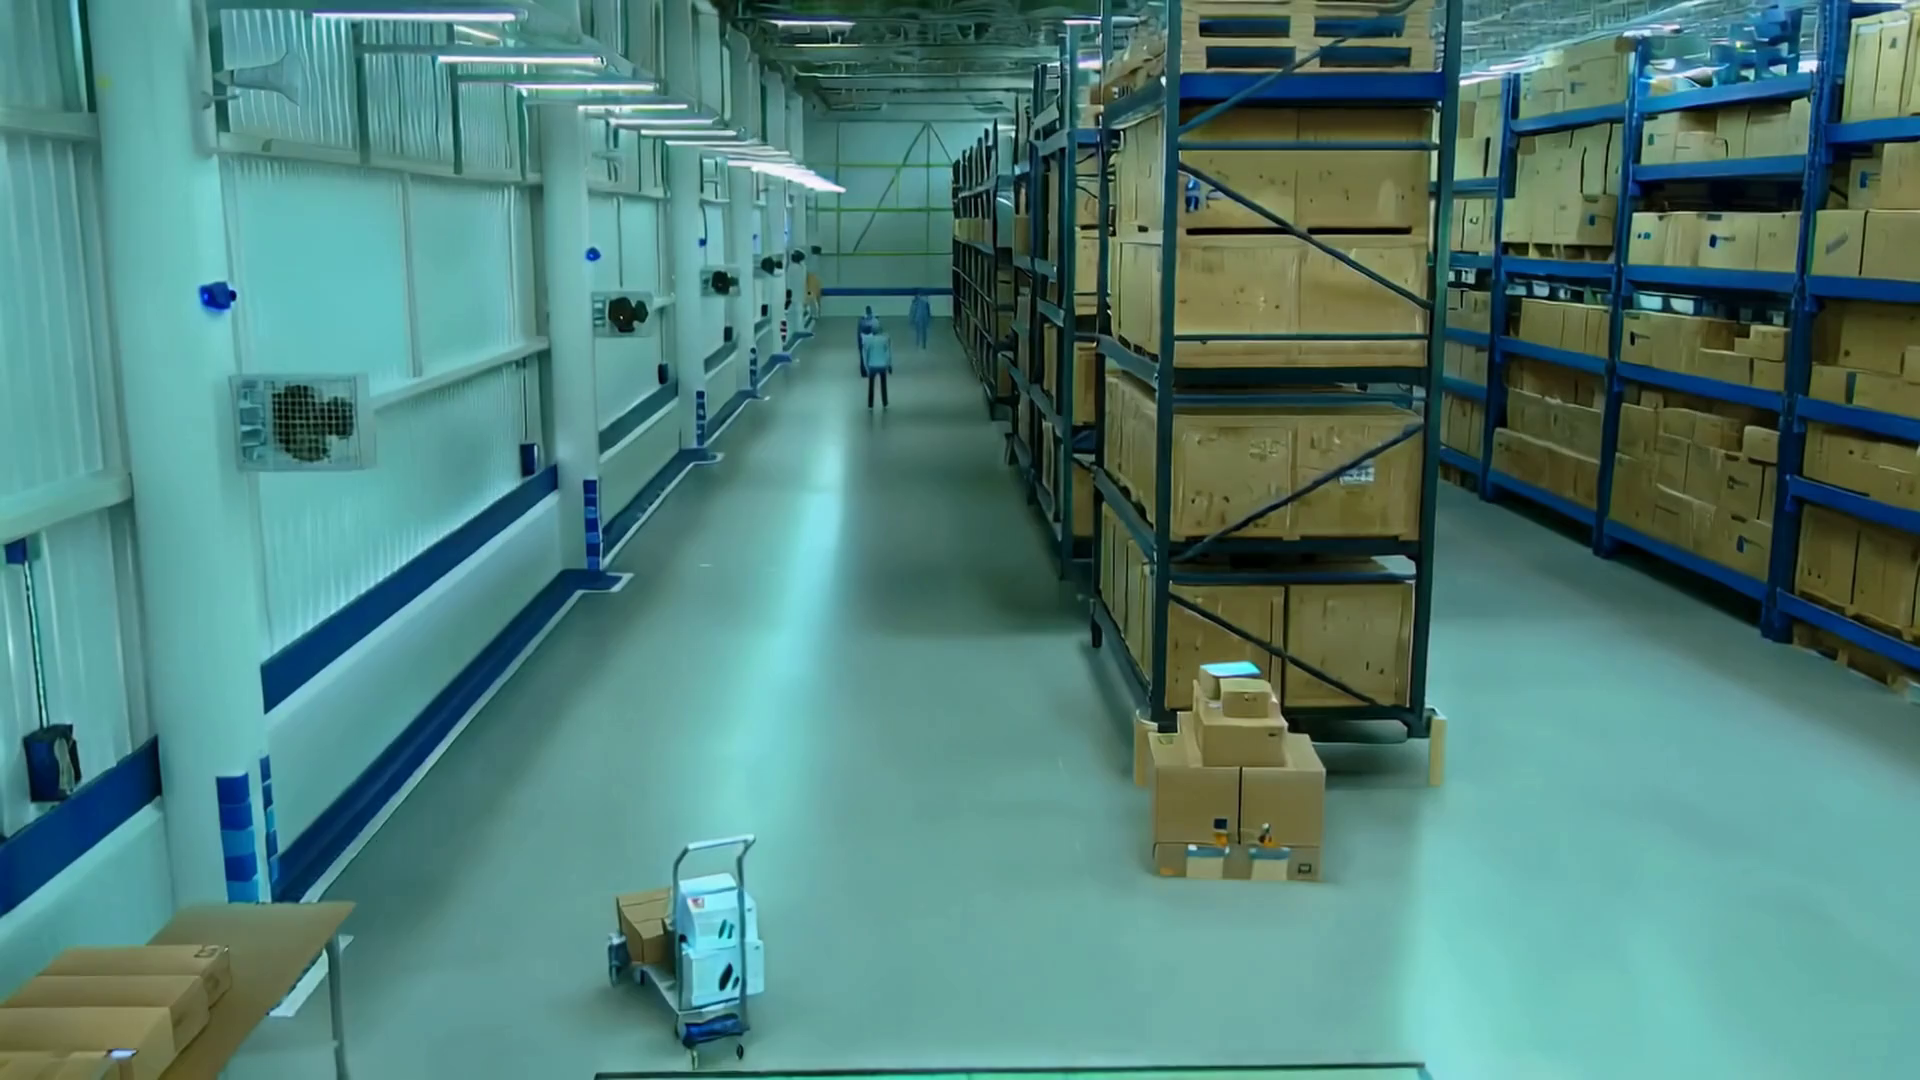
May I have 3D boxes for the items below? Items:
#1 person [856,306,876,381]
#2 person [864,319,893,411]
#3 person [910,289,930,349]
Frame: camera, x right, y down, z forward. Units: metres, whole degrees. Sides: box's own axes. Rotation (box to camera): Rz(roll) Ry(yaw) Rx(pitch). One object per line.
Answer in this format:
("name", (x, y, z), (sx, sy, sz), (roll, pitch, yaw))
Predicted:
("person", (-2.364, -5.030, 42.574), (0.598, 1.906, 0.413), (-1, 11, -8))
("person", (-1.755, -3.738, 35.640), (0.619, 1.986, 0.406), (-1, 11, -5))
("person", (-1.278, -7.076, 53.239), (0.663, 1.880, 0.782), (0, 11, 1))
